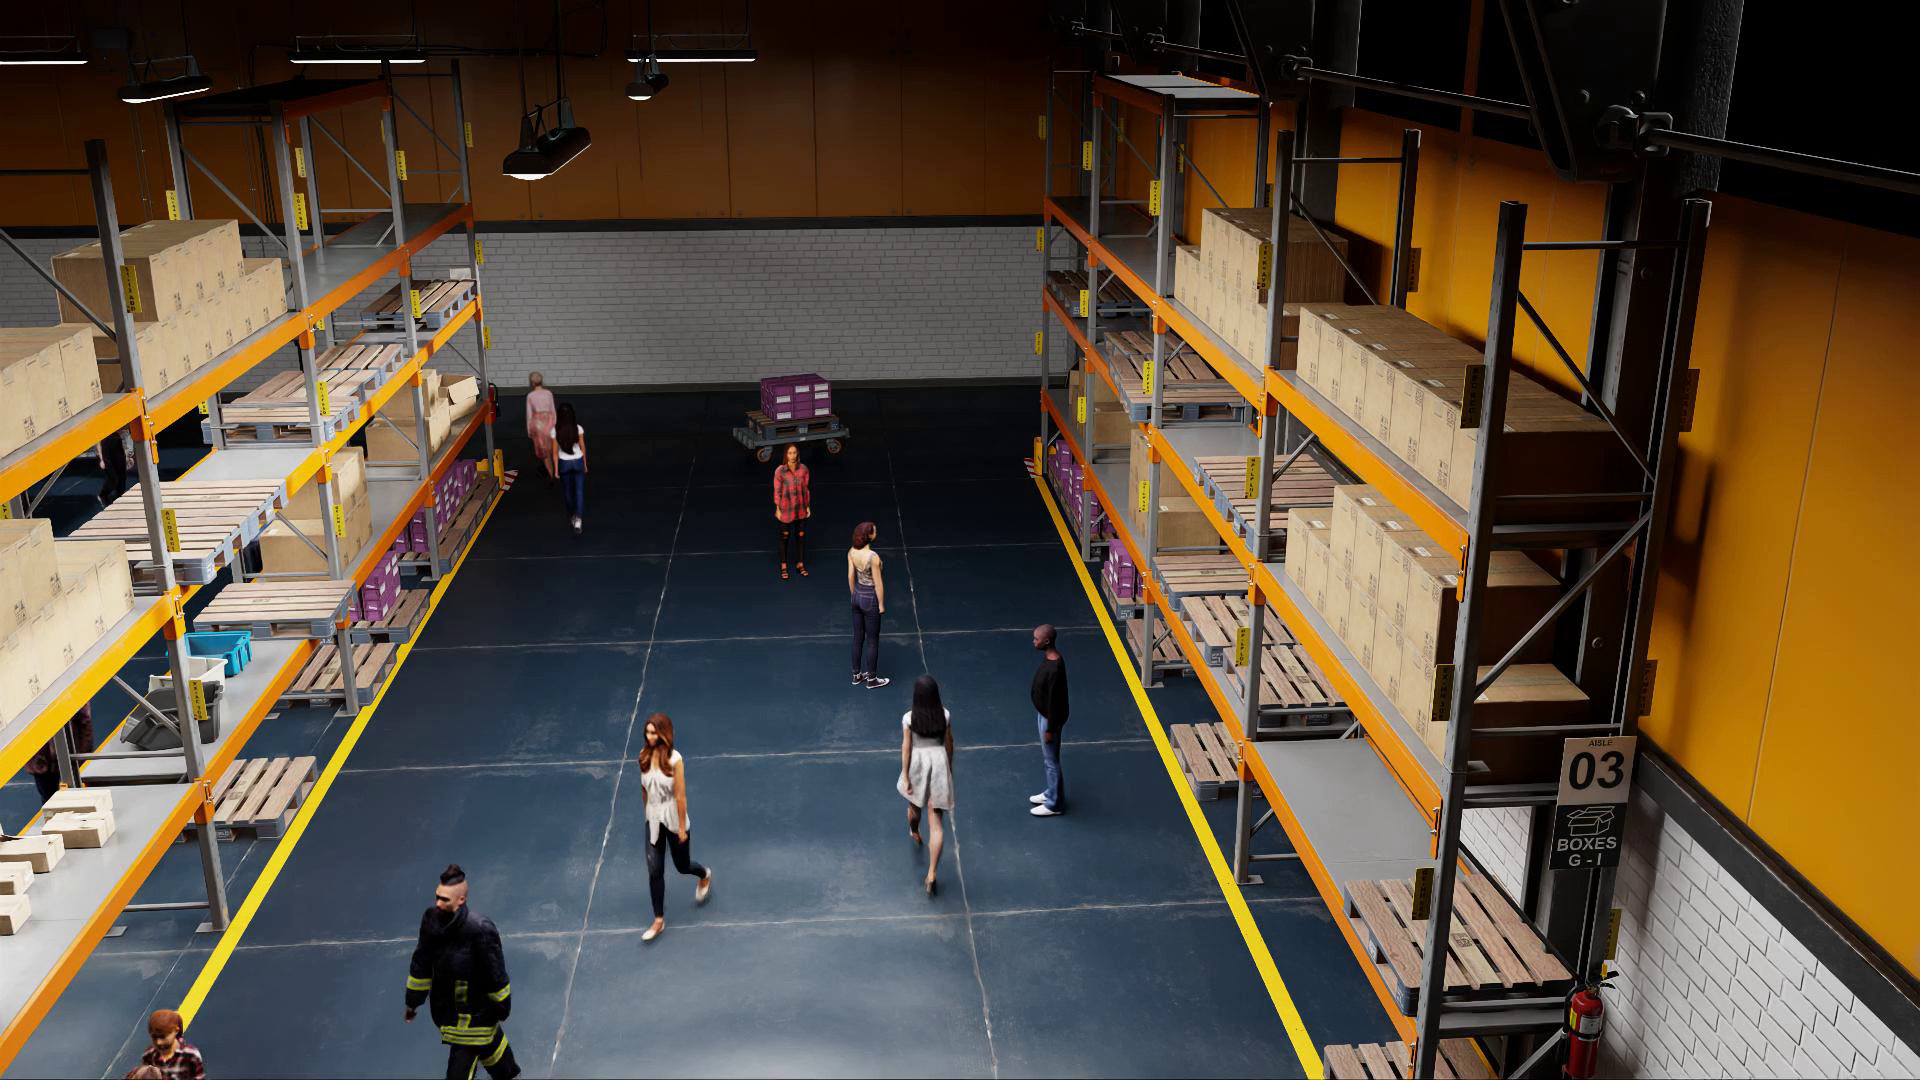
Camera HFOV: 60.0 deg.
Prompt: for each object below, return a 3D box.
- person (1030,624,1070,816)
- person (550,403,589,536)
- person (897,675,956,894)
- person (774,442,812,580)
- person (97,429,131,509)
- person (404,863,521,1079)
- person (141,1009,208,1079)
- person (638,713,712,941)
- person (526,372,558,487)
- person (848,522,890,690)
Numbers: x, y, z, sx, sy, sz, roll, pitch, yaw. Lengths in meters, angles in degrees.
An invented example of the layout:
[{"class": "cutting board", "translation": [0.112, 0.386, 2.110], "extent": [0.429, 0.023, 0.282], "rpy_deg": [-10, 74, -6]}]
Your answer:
[{"class": "person", "translation": [0.809, 1.558, 14.577], "extent": [0.654, 1.744, 0.481], "rpy_deg": [-2, 19, -6]}, {"class": "person", "translation": [-5.109, -0.916, 21.927], "extent": [0.686, 1.743, 1.126], "rpy_deg": [-4, 19, -11]}, {"class": "person", "translation": [-0.231, 1.978, 13.358], "extent": [0.617, 1.727, 1.146], "rpy_deg": [-2, 19, -6]}, {"class": "person", "translation": [-2.054, -0.374, 20.379], "extent": [0.674, 1.703, 0.652], "rpy_deg": [-8, 20, -21]}, {"class": "person", "translation": [-11.672, -1.184, 22.737], "extent": [0.817, 1.733, 0.789], "rpy_deg": [7, 20, 20]}, {"class": "person", "translation": [-3.086, 2.860, 10.596], "extent": [1.175, 1.819, 1.291], "rpy_deg": [12, 22, 31]}, {"class": "person", "translation": [-4.658, 3.349, 9.959], "extent": [0.569, 1.298, 0.702], "rpy_deg": [0, 19, 1]}, {"class": "person", "translation": [-2.193, 2.146, 12.802], "extent": [0.940, 1.763, 1.145], "rpy_deg": [9, 20, 24]}, {"class": "person", "translation": [-6.001, -1.560, 24.001], "extent": [0.904, 1.639, 1.149], "rpy_deg": [-10, 21, -28]}, {"class": "person", "translation": [-0.972, 0.658, 17.212], "extent": [0.692, 1.769, 0.757], "rpy_deg": [16, 24, 39]}]
